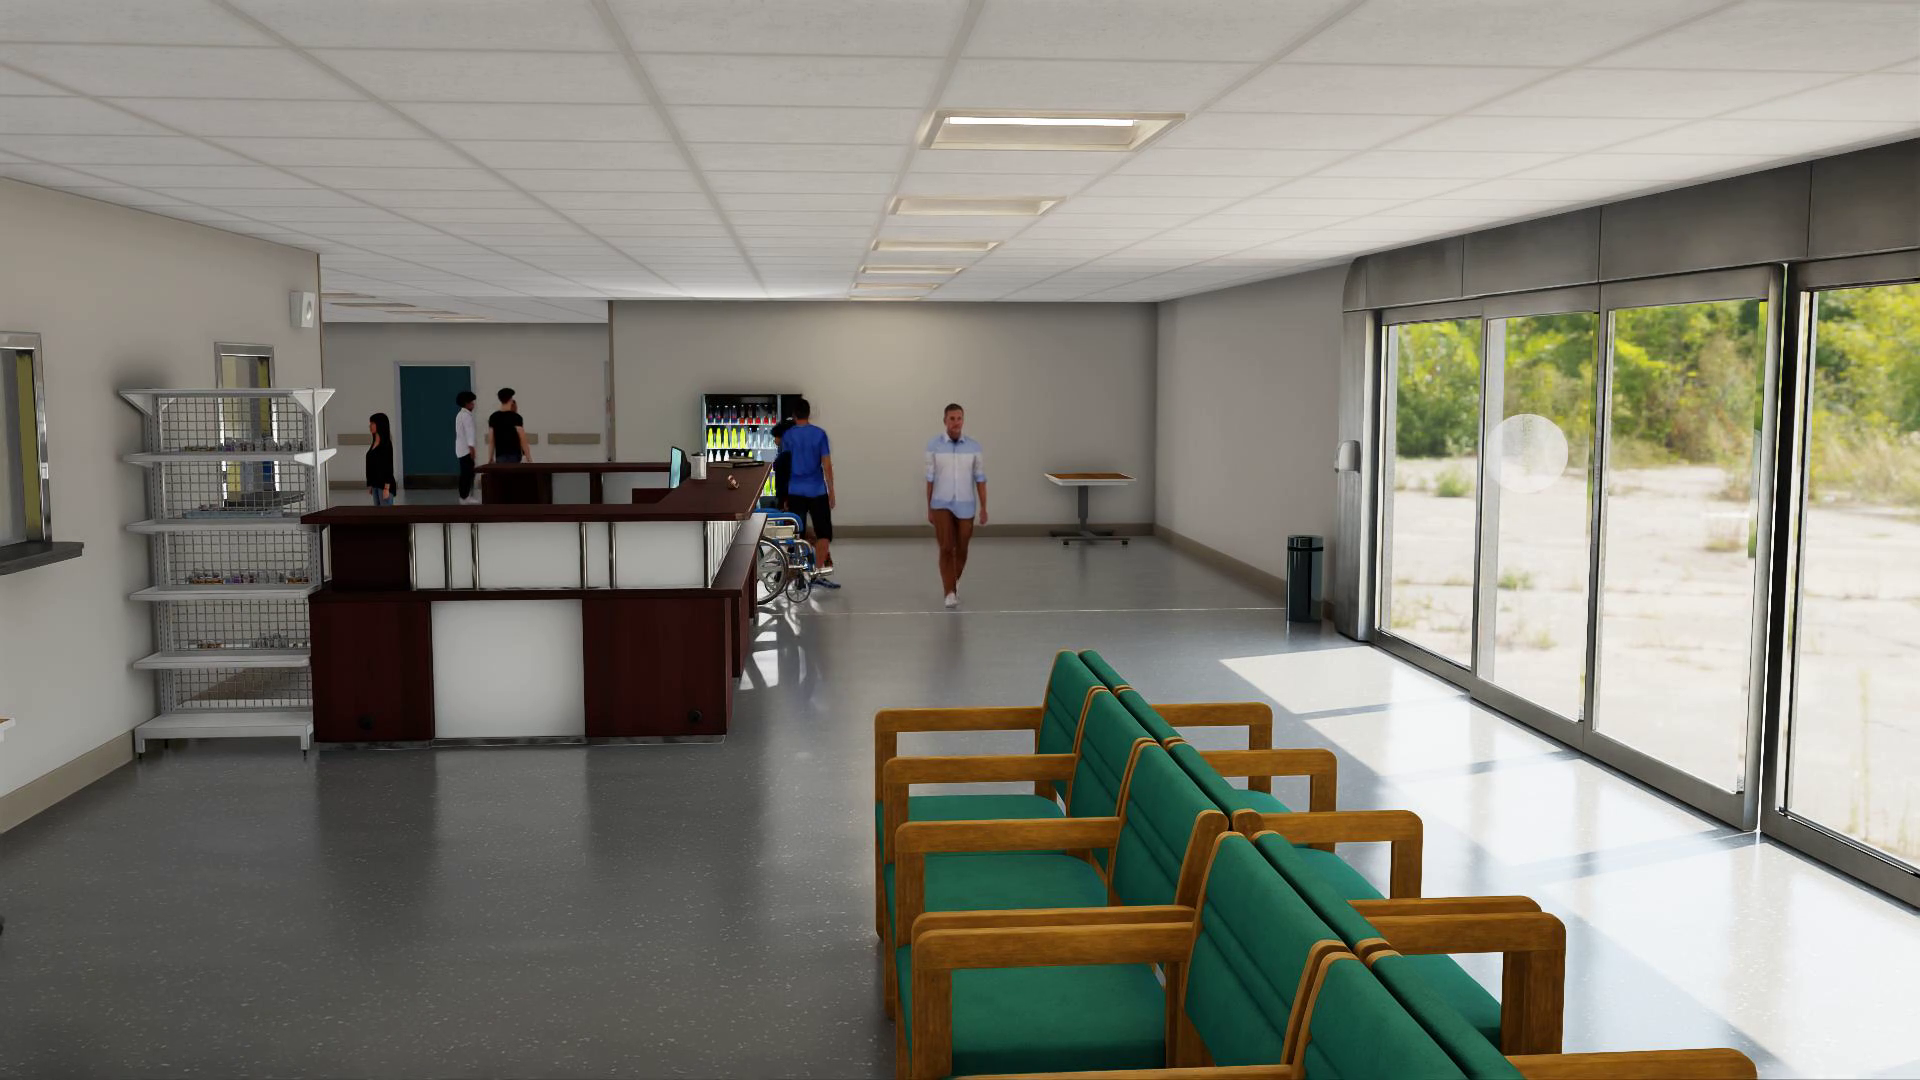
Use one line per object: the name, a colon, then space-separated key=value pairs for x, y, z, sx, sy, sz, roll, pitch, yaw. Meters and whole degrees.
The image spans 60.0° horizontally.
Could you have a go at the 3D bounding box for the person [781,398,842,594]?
person: x=-1.462 y=-0.420 z=15.852 sx=0.588 sy=1.846 sz=0.789 roll=1 pitch=6 yaw=5

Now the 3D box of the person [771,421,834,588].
person: x=-1.548 y=-0.320 z=16.007 sx=0.907 sy=1.615 sz=0.804 roll=3 pitch=6 yaw=26

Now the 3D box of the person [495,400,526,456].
person: x=-7.583 y=-1.544 z=27.912 sx=1.230 sy=1.667 sz=1.020 roll=3 pitch=6 yaw=24

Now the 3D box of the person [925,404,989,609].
person: x=-0.069 y=-0.299 z=14.913 sx=1.163 sy=1.793 sz=0.816 roll=-1 pitch=6 yaw=-9

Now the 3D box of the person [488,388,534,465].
person: x=-6.038 y=-1.050 z=22.074 sx=1.258 sy=1.854 sz=1.091 roll=2 pitch=6 yaw=20

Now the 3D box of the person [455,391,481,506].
person: x=-7.860 y=-1.462 z=26.414 sx=0.699 sy=1.804 sz=0.705 roll=-3 pitch=7 yaw=-30

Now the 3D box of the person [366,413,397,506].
person: x=-6.529 y=-0.618 z=18.810 sx=0.691 sy=1.647 sz=0.646 roll=-6 pitch=8 yaw=-44
